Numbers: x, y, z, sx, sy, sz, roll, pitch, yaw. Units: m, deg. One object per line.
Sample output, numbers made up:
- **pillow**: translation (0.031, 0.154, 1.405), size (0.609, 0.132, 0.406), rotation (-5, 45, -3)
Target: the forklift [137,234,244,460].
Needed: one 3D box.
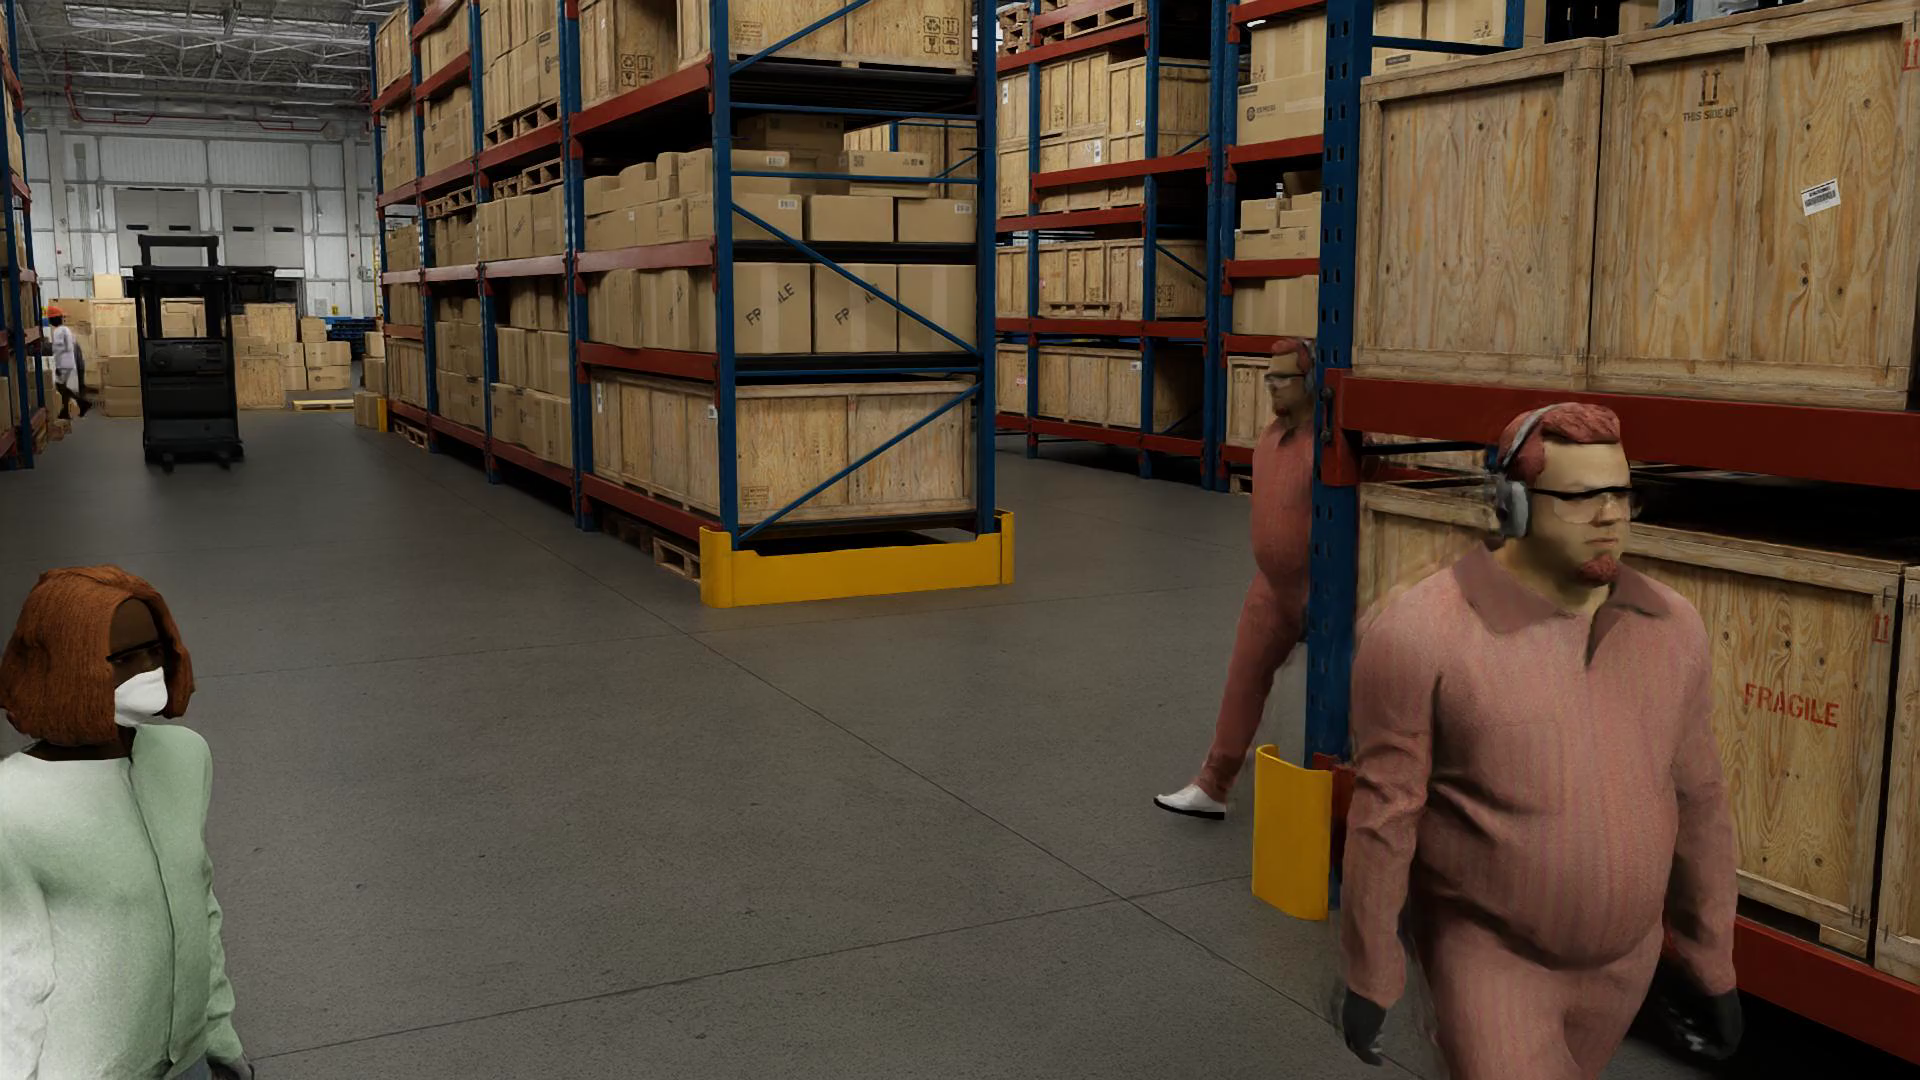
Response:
- **forklift**: translation (-9.908, -2.491, 21.266), size (1.129, 2.768, 1.873), rotation (-4, 9, -26)

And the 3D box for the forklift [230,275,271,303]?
- **forklift**: translation (-17.379, -5.329, 40.839), size (1.129, 2.768, 1.873), rotation (-4, 9, -26)

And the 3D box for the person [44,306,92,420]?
- **person**: translation (-14.798, -2.920, 27.553), size (0.579, 1.912, 0.566), rotation (-2, 8, -12)

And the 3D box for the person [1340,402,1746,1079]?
- **person**: translation (1.004, 0.698, 2.795), size (0.664, 1.852, 0.986), rotation (-3, 9, -17)

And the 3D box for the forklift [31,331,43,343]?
- **forklift**: translation (-30.490, -7.251, 54.090), size (1.129, 2.768, 1.873), rotation (-4, 9, -26)

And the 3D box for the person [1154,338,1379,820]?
- **person**: translation (1.197, 0.190, 6.266), size (0.925, 1.870, 0.647), rotation (-5, 9, -29)

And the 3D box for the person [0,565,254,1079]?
- **person**: translation (-1.276, 0.845, 2.538), size (0.285, 1.633, 0.500), rotation (2, 8, 11)

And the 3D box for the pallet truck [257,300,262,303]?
- **pallet truck**: translation (-23.913, -7.404, 58.171), size (1.885, 1.965, 0.823), rotation (-1, 8, -9)
